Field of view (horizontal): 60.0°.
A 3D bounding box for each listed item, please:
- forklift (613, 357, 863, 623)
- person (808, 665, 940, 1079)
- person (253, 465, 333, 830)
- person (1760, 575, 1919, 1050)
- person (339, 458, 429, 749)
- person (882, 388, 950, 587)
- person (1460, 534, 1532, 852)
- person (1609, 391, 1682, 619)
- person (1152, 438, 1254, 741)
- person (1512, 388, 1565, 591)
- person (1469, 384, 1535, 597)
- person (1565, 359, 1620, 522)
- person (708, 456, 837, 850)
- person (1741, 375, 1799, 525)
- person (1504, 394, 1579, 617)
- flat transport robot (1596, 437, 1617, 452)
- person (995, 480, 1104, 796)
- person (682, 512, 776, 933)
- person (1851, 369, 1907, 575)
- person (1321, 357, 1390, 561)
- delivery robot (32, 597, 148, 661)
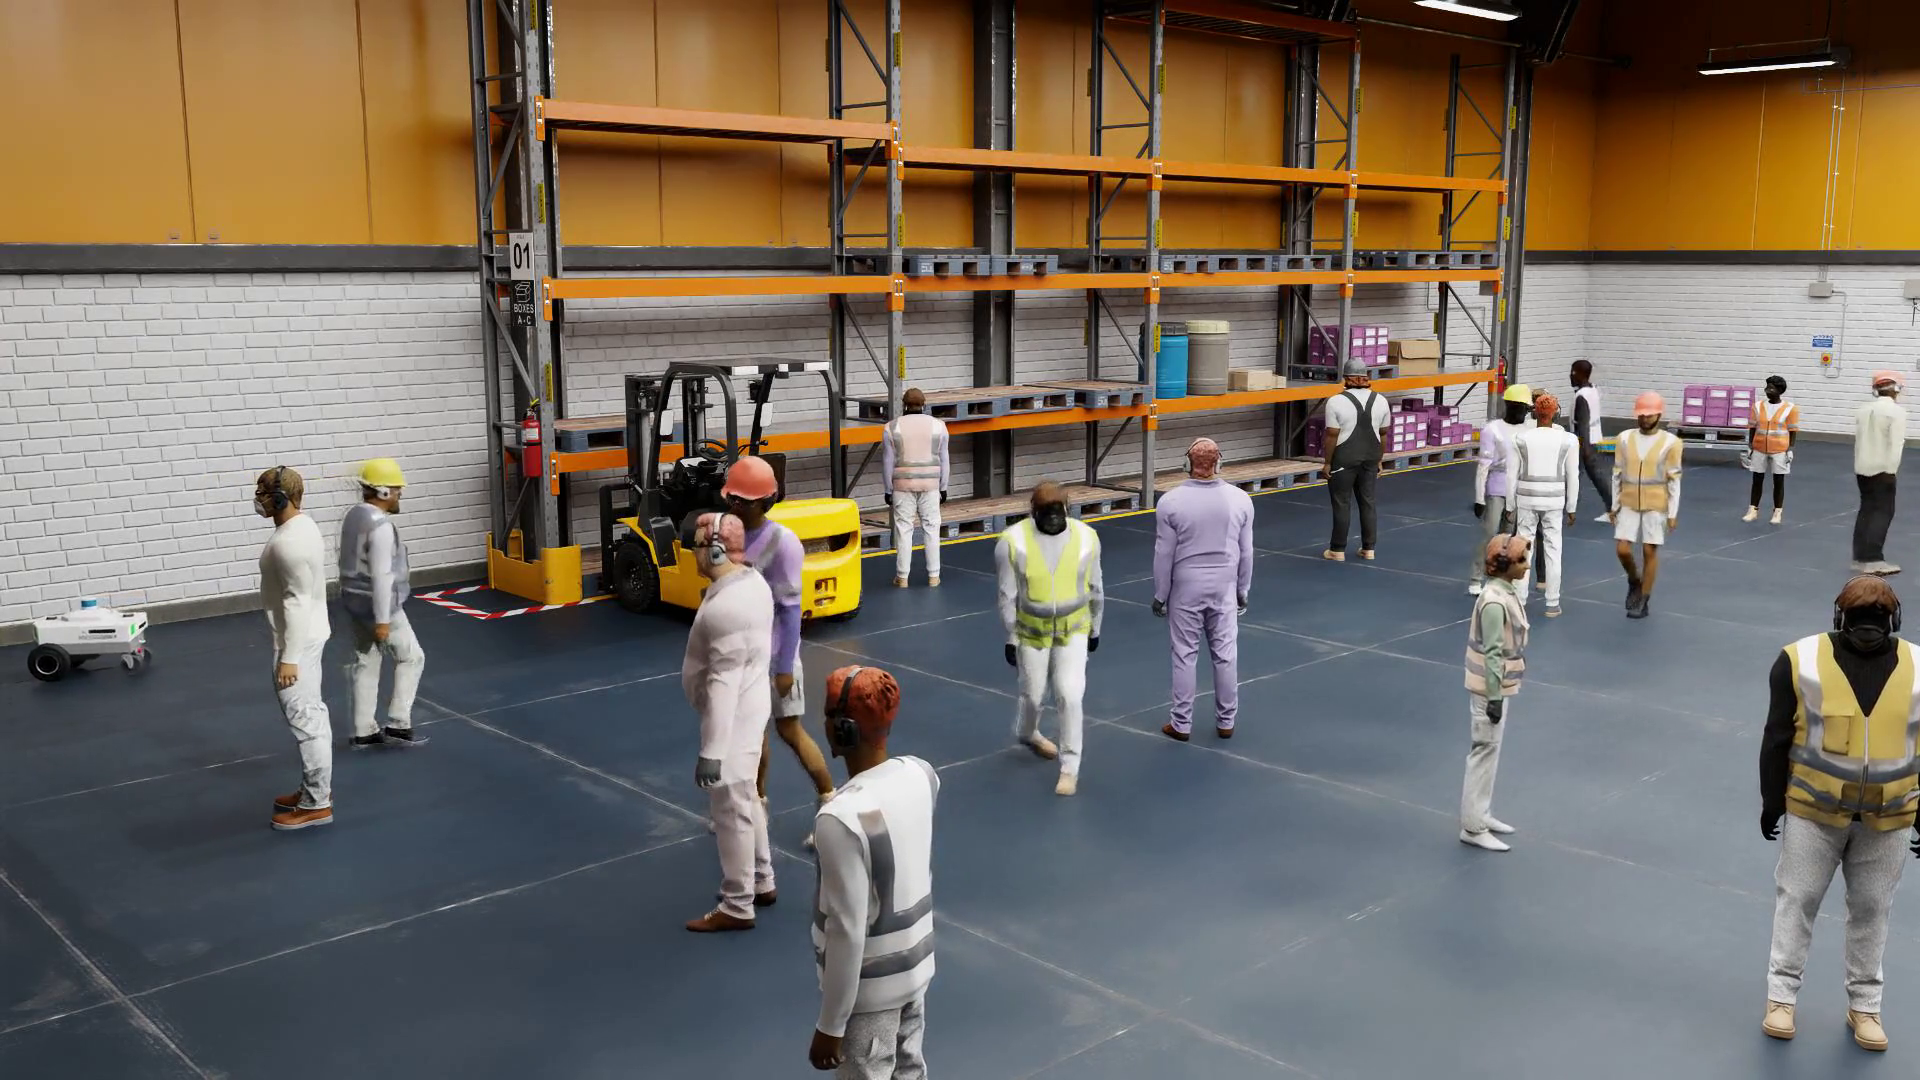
[{"bbox_3d":[-1.847,-0.414,13.852,1.214,2.155,2.313,-9,13,-42],"label":"forklift"},{"bbox_3d":[-0.250,1.283,4.824,0.338,1.882,0.582,4,11,25],"label":"person"},{"bbox_3d":[-3.550,0.563,8.876,0.359,1.938,0.635,-3,10,-17],"label":"person"},{"bbox_3d":[3.410,1.038,6.387,0.633,1.841,0.429,3,10,18],"label":"person"},{"bbox_3d":[-3.545,0.396,10.260,0.546,1.807,0.595,-9,13,-42],"label":"person"},{"bbox_3d":[-0.409,-0.478,15.266,0.626,1.842,0.429,-2,10,-9],"label":"person"},{"bbox_3d":[2.755,0.770,8.569,0.316,1.632,0.523,4,11,23],"label":"person"},{"bbox_3d":[5.720,-0.291,13.922,0.571,1.923,0.420,8,12,38],"label":"person"},{"bbox_3d":[1.511,0.312,10.441,0.639,1.911,0.406,-1,10,-8],"label":"person"},{"bbox_3d":[5.219,-0.455,15.113,0.514,1.844,0.333,5,11,28],"label":"person"},{"bbox_3d":[4.839,-0.430,14.848,0.701,1.898,0.368,-5,11,-29],"label":"person"},{"bbox_3d":[7.121,-1.130,19.025,1.020,1.870,0.595,6,12,33],"label":"person"},{"bbox_3d":[-1.006,0.557,8.637,0.596,2.041,0.825,-7,12,-35],"label":"person"},{"bbox_3d":[9.198,-1.022,18.859,0.322,1.699,0.536,-9,14,-44],"label":"person"},{"bbox_3d":[4.894,-0.287,14.016,0.584,1.882,0.346,3,10,17],"label":"person"},{"bbox_3d":[10.044,-1.467,25.640,1.431,0.197,0.652,0,10,0],"label":"flat transport robot"},{"bbox_3d":[0.515,0.510,9.620,0.639,1.801,0.759,0,10,-2],"label":"person"},{"bbox_3d":[-1.050,0.816,7.504,0.401,1.906,0.664,1,10,4],"label":"person"},{"bbox_3d":[8.847,-0.655,15.998,0.503,1.944,0.734,-2,10,-9],"label":"person"},{"bbox_3d":[3.909,-0.815,16.653,0.687,2.000,0.535,-3,10,-15],"label":"person"},{"bbox_3d":[-6.306,0.661,12.080,0.707,0.478,0.477,-2,10,-10],"label":"delivery robot"}]
